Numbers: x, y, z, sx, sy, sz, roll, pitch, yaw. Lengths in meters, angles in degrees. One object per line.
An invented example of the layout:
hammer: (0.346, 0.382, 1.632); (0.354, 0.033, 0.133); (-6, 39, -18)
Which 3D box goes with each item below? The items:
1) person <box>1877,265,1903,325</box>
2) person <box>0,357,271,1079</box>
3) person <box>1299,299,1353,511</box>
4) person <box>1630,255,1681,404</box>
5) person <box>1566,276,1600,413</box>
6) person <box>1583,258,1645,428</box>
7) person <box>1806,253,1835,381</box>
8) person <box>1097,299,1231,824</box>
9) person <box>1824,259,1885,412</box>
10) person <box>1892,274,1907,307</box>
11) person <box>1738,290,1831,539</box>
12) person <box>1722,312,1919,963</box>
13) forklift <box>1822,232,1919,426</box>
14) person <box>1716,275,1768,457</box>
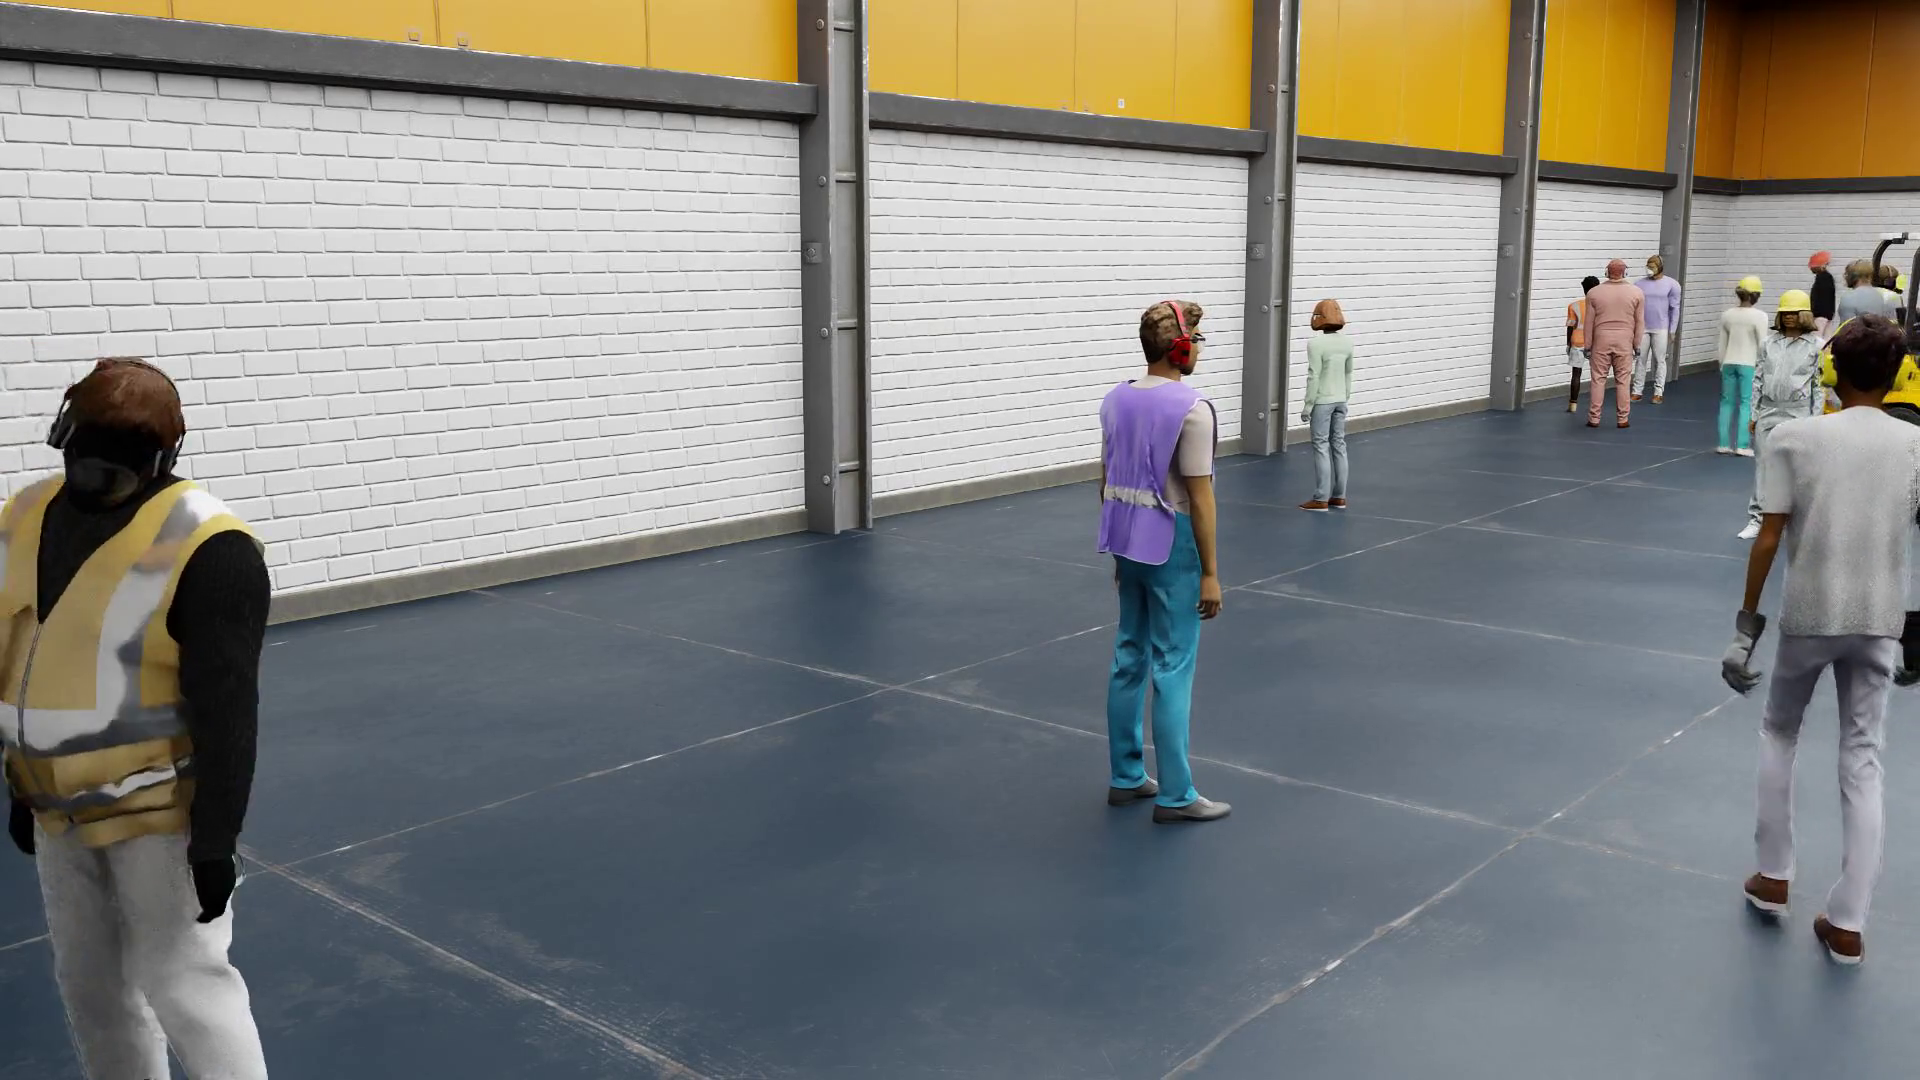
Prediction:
person: (9.868, -2.023, 17.892); (0.430, 1.843, 0.626); (-2, 10, -13)
person: (-1.668, 0.548, 3.351); (0.678, 1.822, 0.431); (5, 11, 26)
person: (2.839, -1.041, 12.887); (0.507, 1.632, 0.265); (-8, 13, -37)
person: (9.044, -2.742, 21.716); (0.631, 1.935, 0.362); (9, 13, 42)
person: (7.734, -2.404, 20.503); (0.530, 1.689, 0.321); (3, 10, 15)
person: (7.367, -2.214, 18.778); (0.642, 1.913, 0.408); (3, 11, 18)
person: (13.173, -3.407, 25.479); (0.404, 1.954, 0.737); (8, 13, 39)
person: (0.700, 0.080, 5.900); (0.388, 1.847, 0.564); (-6, 12, -32)
person: (8.718, -1.761, 16.156); (0.639, 1.922, 0.521); (-6, 11, -29)
person: (10.737, -2.240, 19.424); (0.567, 1.722, 0.455); (4, 11, 20)
person: (5.697, -0.848, 11.481); (0.485, 1.743, 0.295); (9, 13, 41)
person: (2.548, 0.265, 4.877); (0.604, 1.837, 0.676); (3, 10, 15)
forklift: (9.955, -1.972, 16.595); (2.313, 2.155, 1.214); (1, 10, 8)
person: (7.659, -1.698, 16.258); (0.323, 1.767, 0.529); (-5, 11, -28)
